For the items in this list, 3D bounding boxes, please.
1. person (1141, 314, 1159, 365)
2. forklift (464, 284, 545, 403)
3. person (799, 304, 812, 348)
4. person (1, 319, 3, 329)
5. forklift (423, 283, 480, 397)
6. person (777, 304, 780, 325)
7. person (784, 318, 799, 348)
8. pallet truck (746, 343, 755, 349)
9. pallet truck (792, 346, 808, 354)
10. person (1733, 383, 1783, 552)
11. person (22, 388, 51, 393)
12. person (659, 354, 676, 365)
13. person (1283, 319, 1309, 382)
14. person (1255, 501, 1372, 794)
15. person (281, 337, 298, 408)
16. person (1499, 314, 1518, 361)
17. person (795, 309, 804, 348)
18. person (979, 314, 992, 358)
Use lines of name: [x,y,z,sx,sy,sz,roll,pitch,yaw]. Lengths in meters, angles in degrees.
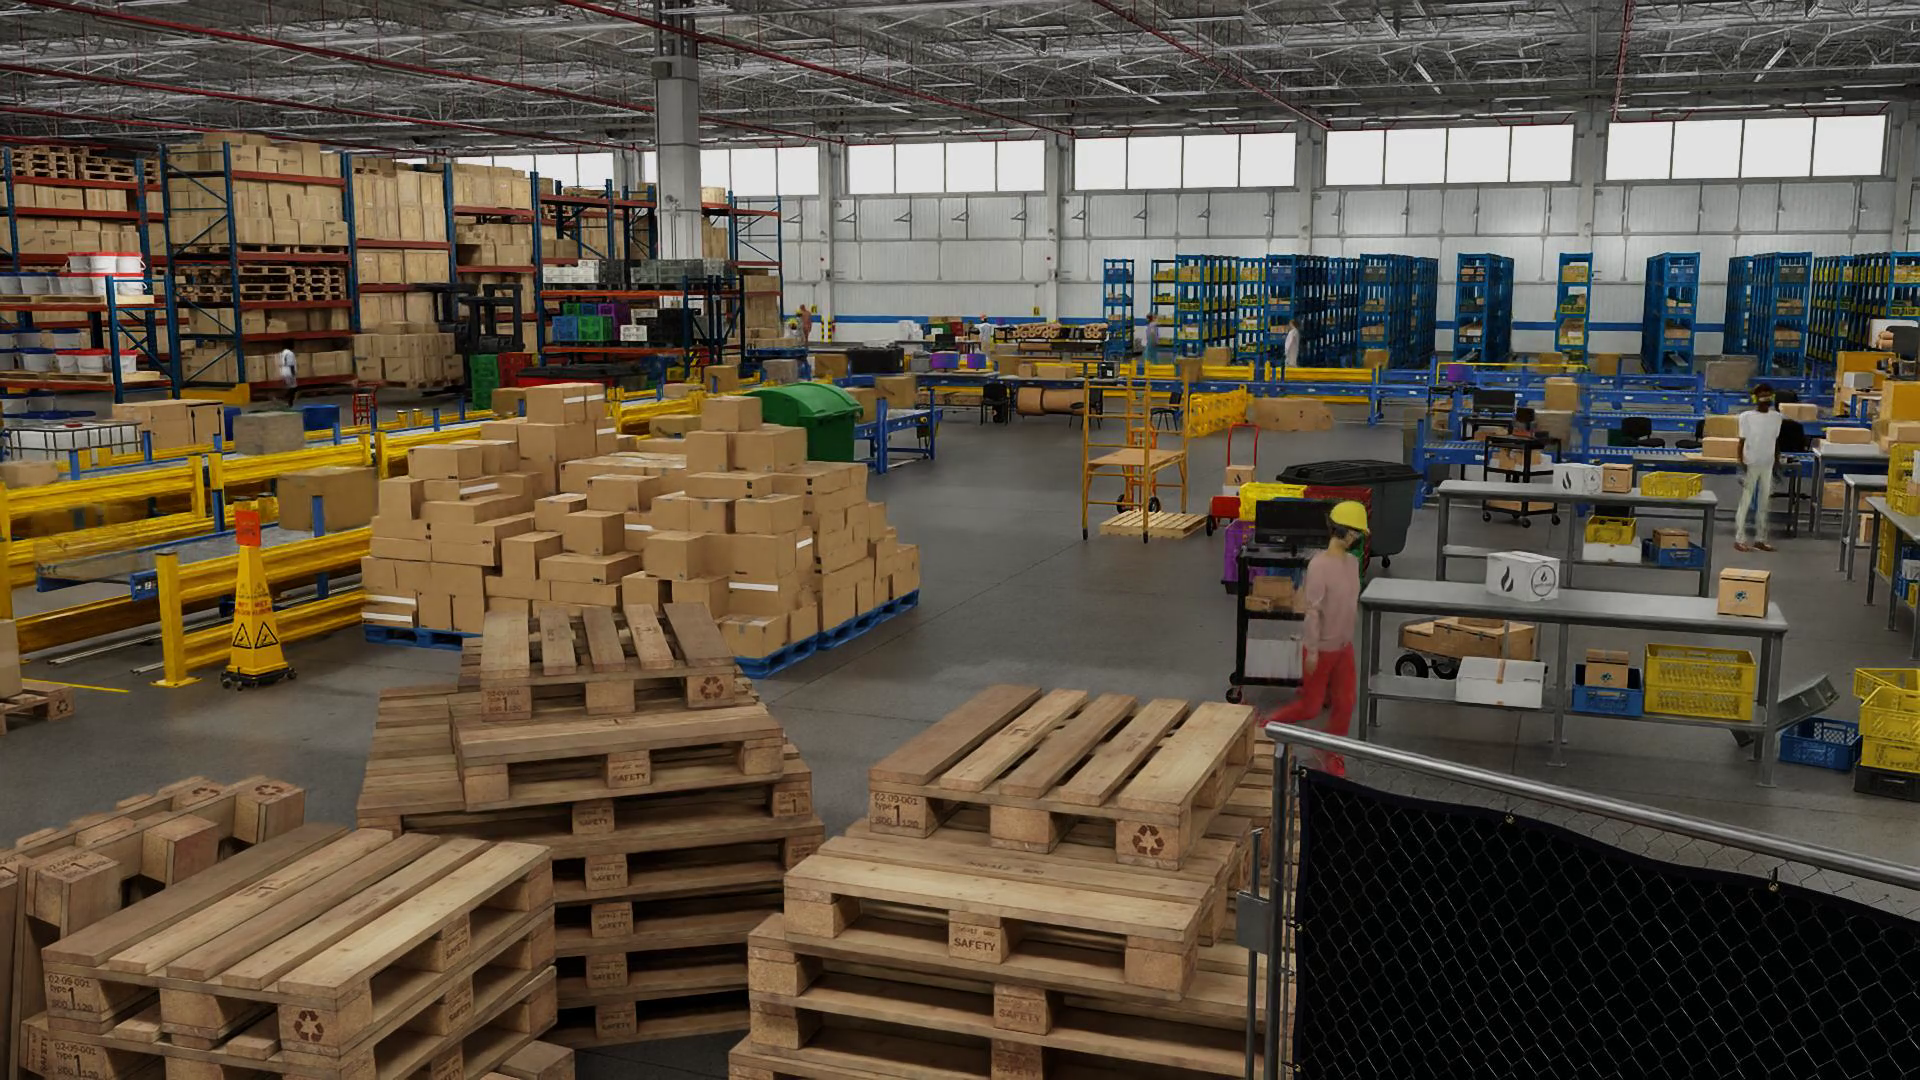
person: [5.892,-6.188,52.308,0.931,1.800,0.607,1,9,6]
forklift: [-10.832,-4.702,39.610,1.129,2.768,1.873,3,10,20]
person: [-6.307,-8.555,66.971,0.638,1.870,0.675,-6,11,-34]
person: [-26.500,-5.217,45.912,0.652,1.906,0.406,4,10,25]
forklift: [-12.413,-5.004,41.510,1.129,2.768,1.873,3,10,20]
person: [-7.452,-8.539,66.901,1.029,1.879,0.562,0,9,-3]
person: [-4.813,-5.520,48.166,0.945,1.781,0.617,4,10,26]
pallet truck: [-6.183,-4.618,44.264,1.601,1.201,0.680,-9,12,-43]
pallet truck: [-3.705,-4.298,42.022,0.653,1.274,1.630,3,10,20]
person: [8.770,-0.796,18.258,0.532,1.868,0.311,-1,9,-7]
person: [-18.301,-3.028,32.902,0.528,1.654,0.825,-3,9,-16]
person: [-6.827,-4.028,38.480,0.966,1.904,0.615,-4,10,-24]
person: [8.977,-5.015,44.755,0.910,1.872,0.642,3,9,17]
person: [2.104,0.613,9.845,0.693,1.733,0.523,8,12,43]
person: [-14.760,-3.641,36.690,0.368,1.679,0.560,-6,11,-35]
person: [19.237,-7.173,58.535,0.814,1.806,0.588,2,9,10]
person: [-6.402,-8.271,65.671,0.631,1.716,0.509,6,11,34]
person: [0.804,-6.553,54.786,0.333,1.745,0.559,7,11,37]
